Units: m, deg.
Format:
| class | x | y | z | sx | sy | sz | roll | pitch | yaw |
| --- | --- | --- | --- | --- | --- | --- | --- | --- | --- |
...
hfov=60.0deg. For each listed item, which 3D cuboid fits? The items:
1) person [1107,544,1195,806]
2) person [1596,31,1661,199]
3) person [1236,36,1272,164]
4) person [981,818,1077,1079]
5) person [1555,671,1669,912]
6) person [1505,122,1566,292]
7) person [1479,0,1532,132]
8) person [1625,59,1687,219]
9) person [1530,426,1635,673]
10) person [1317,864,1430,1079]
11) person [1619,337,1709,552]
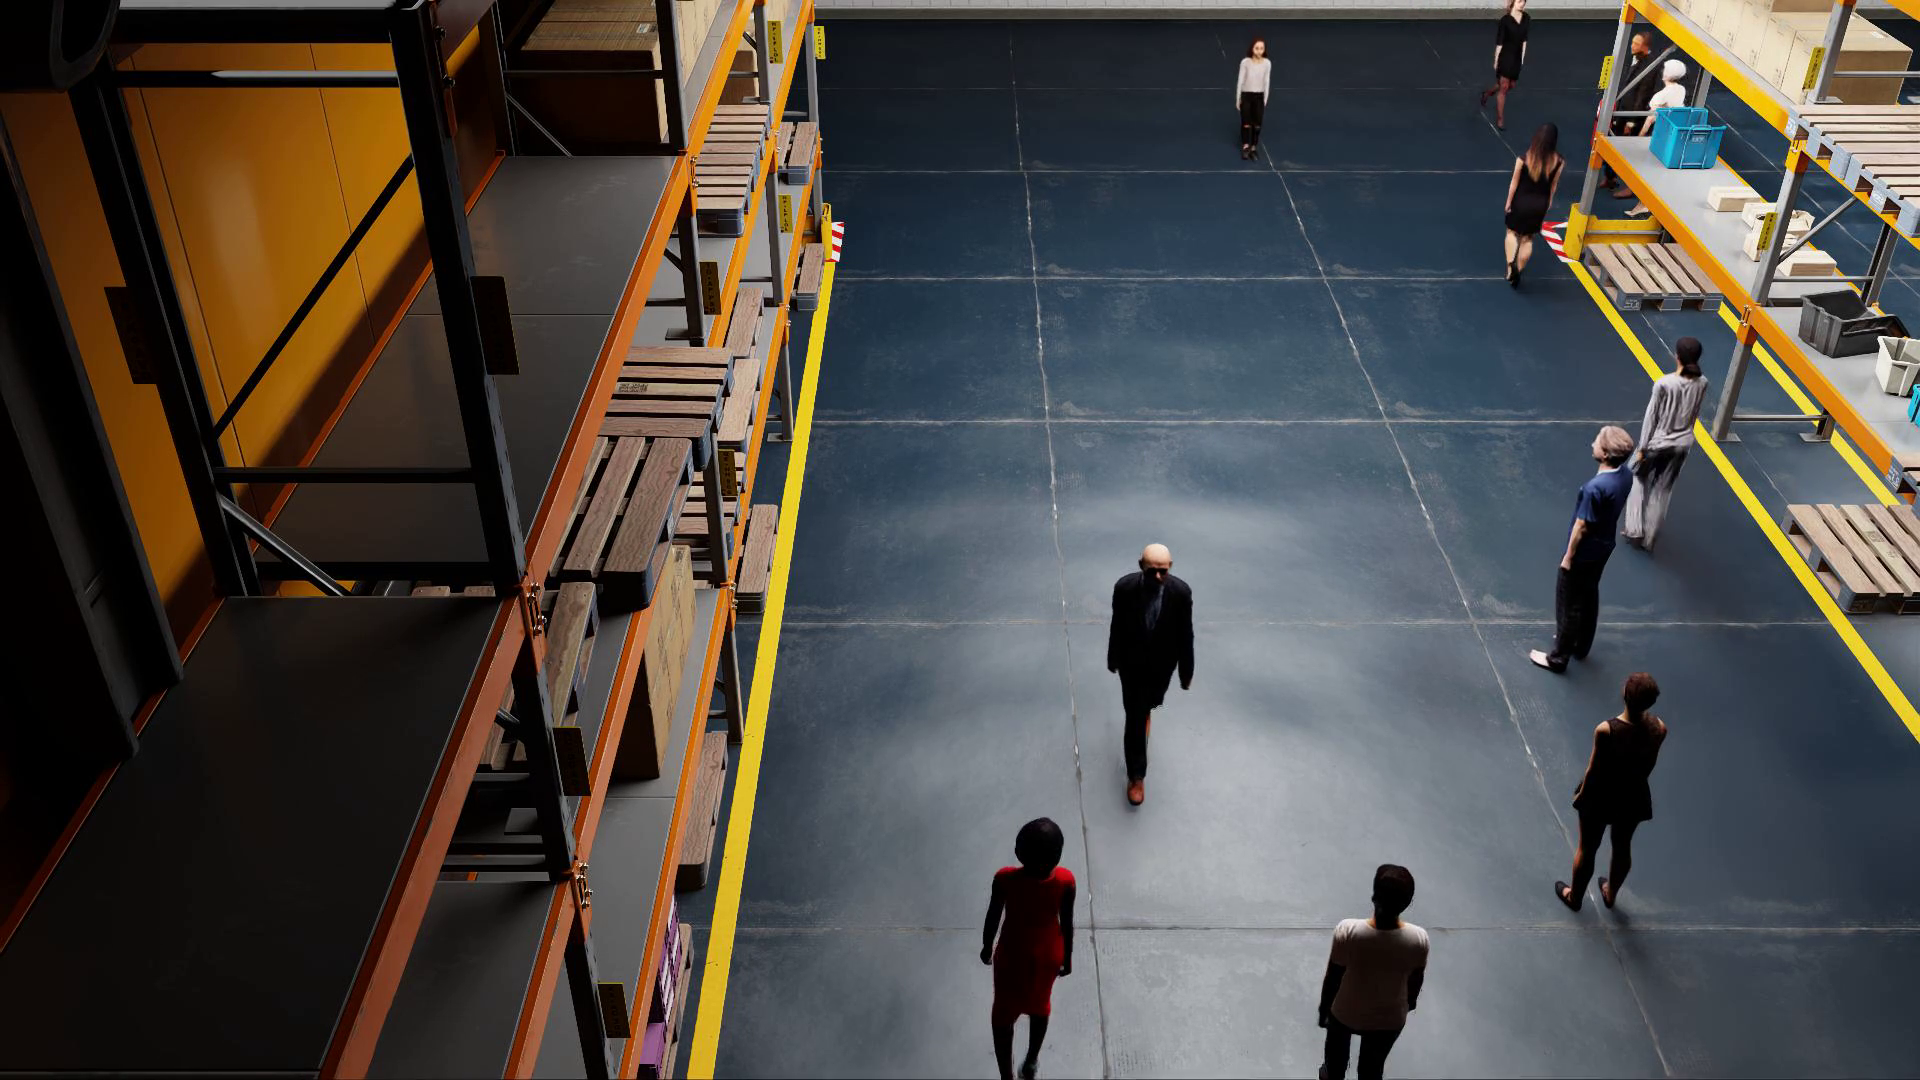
| class | x | y | z | sx | sy | sz | roll | pitch | yaw |
| --- | --- | --- | --- | --- | --- | --- | --- | --- | --- |
| person | 1.179 | 0.706 | 10.473 | 0.730 | 1.770 | 1.166 | 2 | 34 | 3 |
| person | 7.606 | -4.720 | 18.535 | 0.814 | 1.882 | 0.764 | -6 | 34 | -9 |
| person | 3.444 | -5.250 | 19.704 | 0.552 | 1.471 | 0.611 | 2 | 34 | 3 |
| person | 0.334 | 2.134 | 8.364 | 0.652 | 1.727 | 0.746 | -7 | 34 | -11 |
| person | 3.720 | 1.433 | 9.467 | 0.588 | 1.674 | 0.578 | -3 | 34 | -5 |
| person | 5.687 | -3.256 | 16.504 | 0.668 | 1.693 | 0.691 | 0 | 34 | 1 |
| person | 6.732 | -5.953 | 20.566 | 0.781 | 1.687 | 0.951 | -12 | 36 | -18 |
| person | 7.606 | -4.326 | 18.061 | 0.749 | 1.751 | 0.787 | -22 | 40 | -30 |
| person | 4.302 | 0.061 | 11.354 | 0.724 | 1.870 | 0.783 | -28 | 43 | -36 |
| person | 1.991 | 2.319 | 8.102 | 0.701 | 1.709 | 0.755 | 5 | 34 | 8 |
| person | 5.363 | -0.664 | 12.547 | 0.590 | 1.756 | 0.616 | 1 | 34 | 2 |
